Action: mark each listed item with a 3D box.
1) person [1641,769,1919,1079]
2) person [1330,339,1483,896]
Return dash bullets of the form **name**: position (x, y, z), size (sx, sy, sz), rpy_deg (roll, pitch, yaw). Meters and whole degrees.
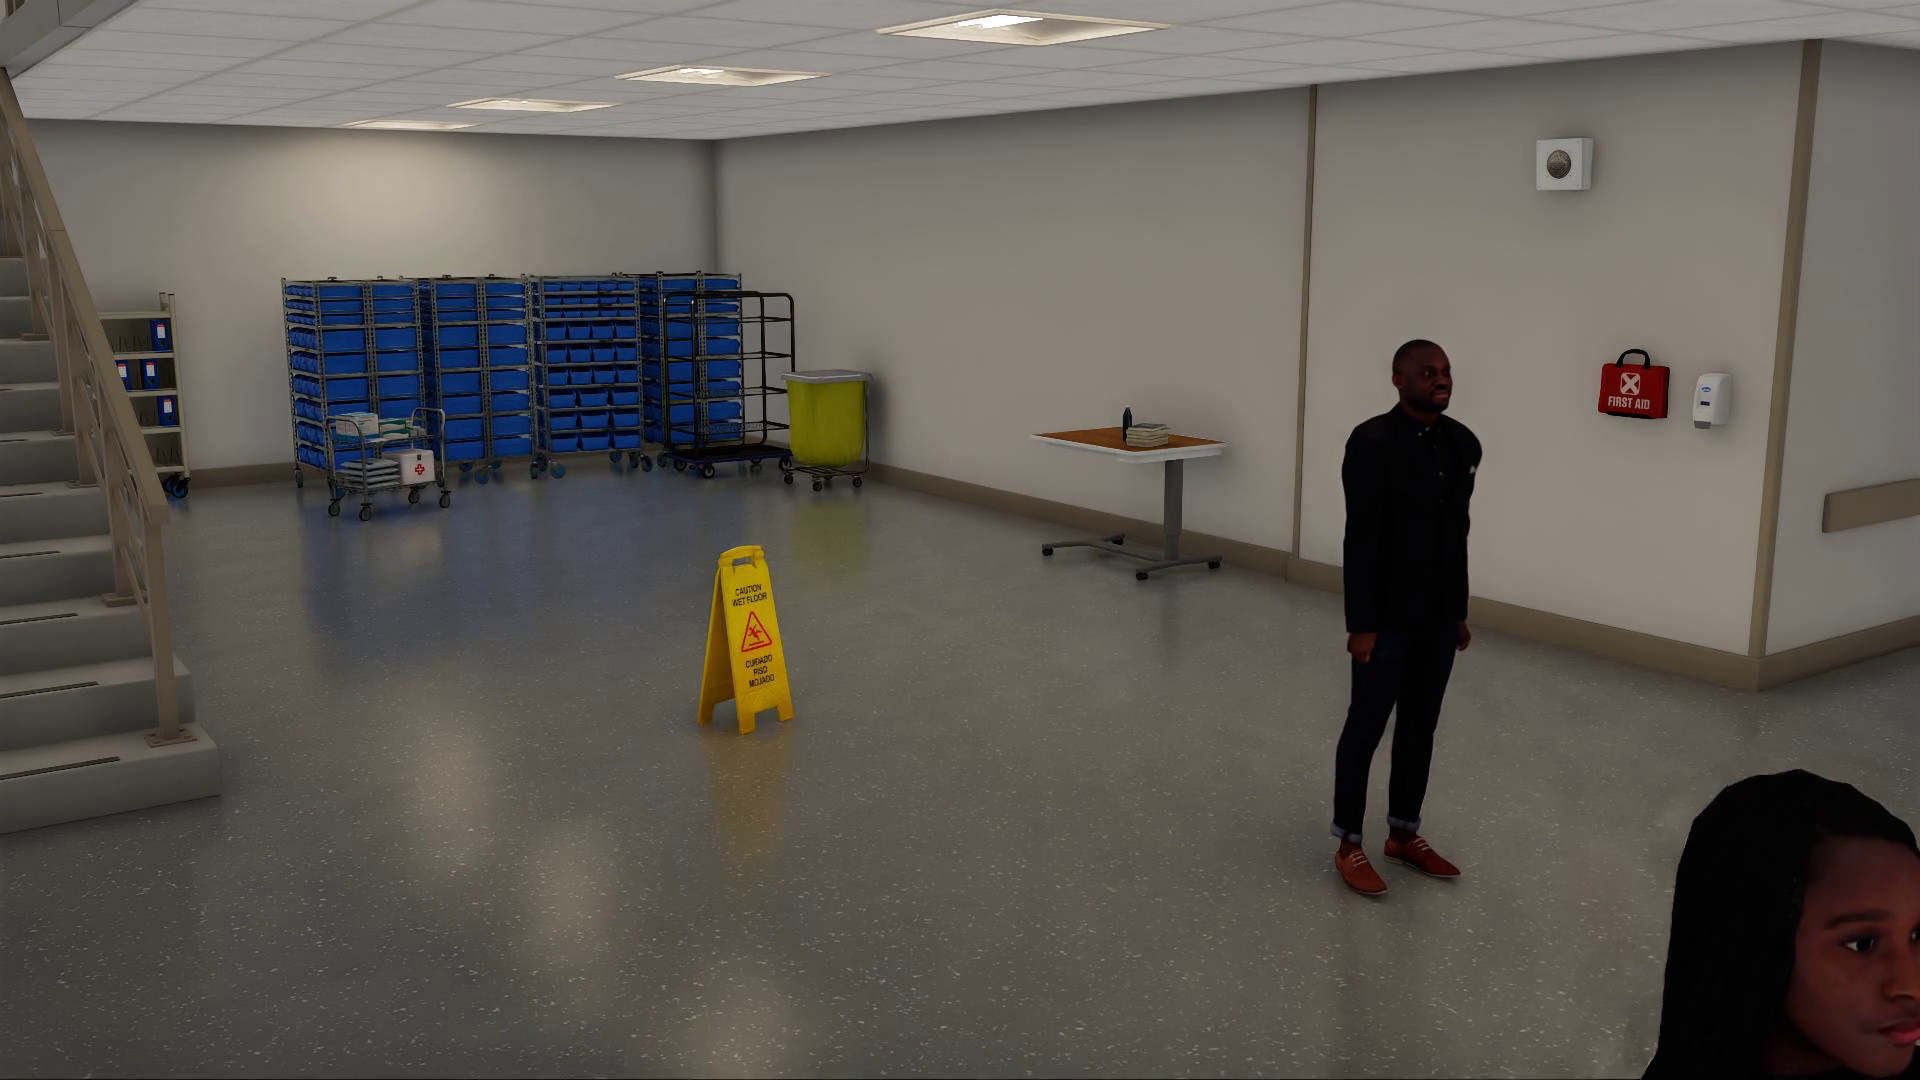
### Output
- **person**: position (0.713, 1.048, 1.647), size (0.654, 1.679, 1.179), rpy_deg (-6, 13, -31)
- **person**: position (1.471, 0.242, 5.523), size (0.716, 1.818, 0.641), rpy_deg (-5, 12, -26)
